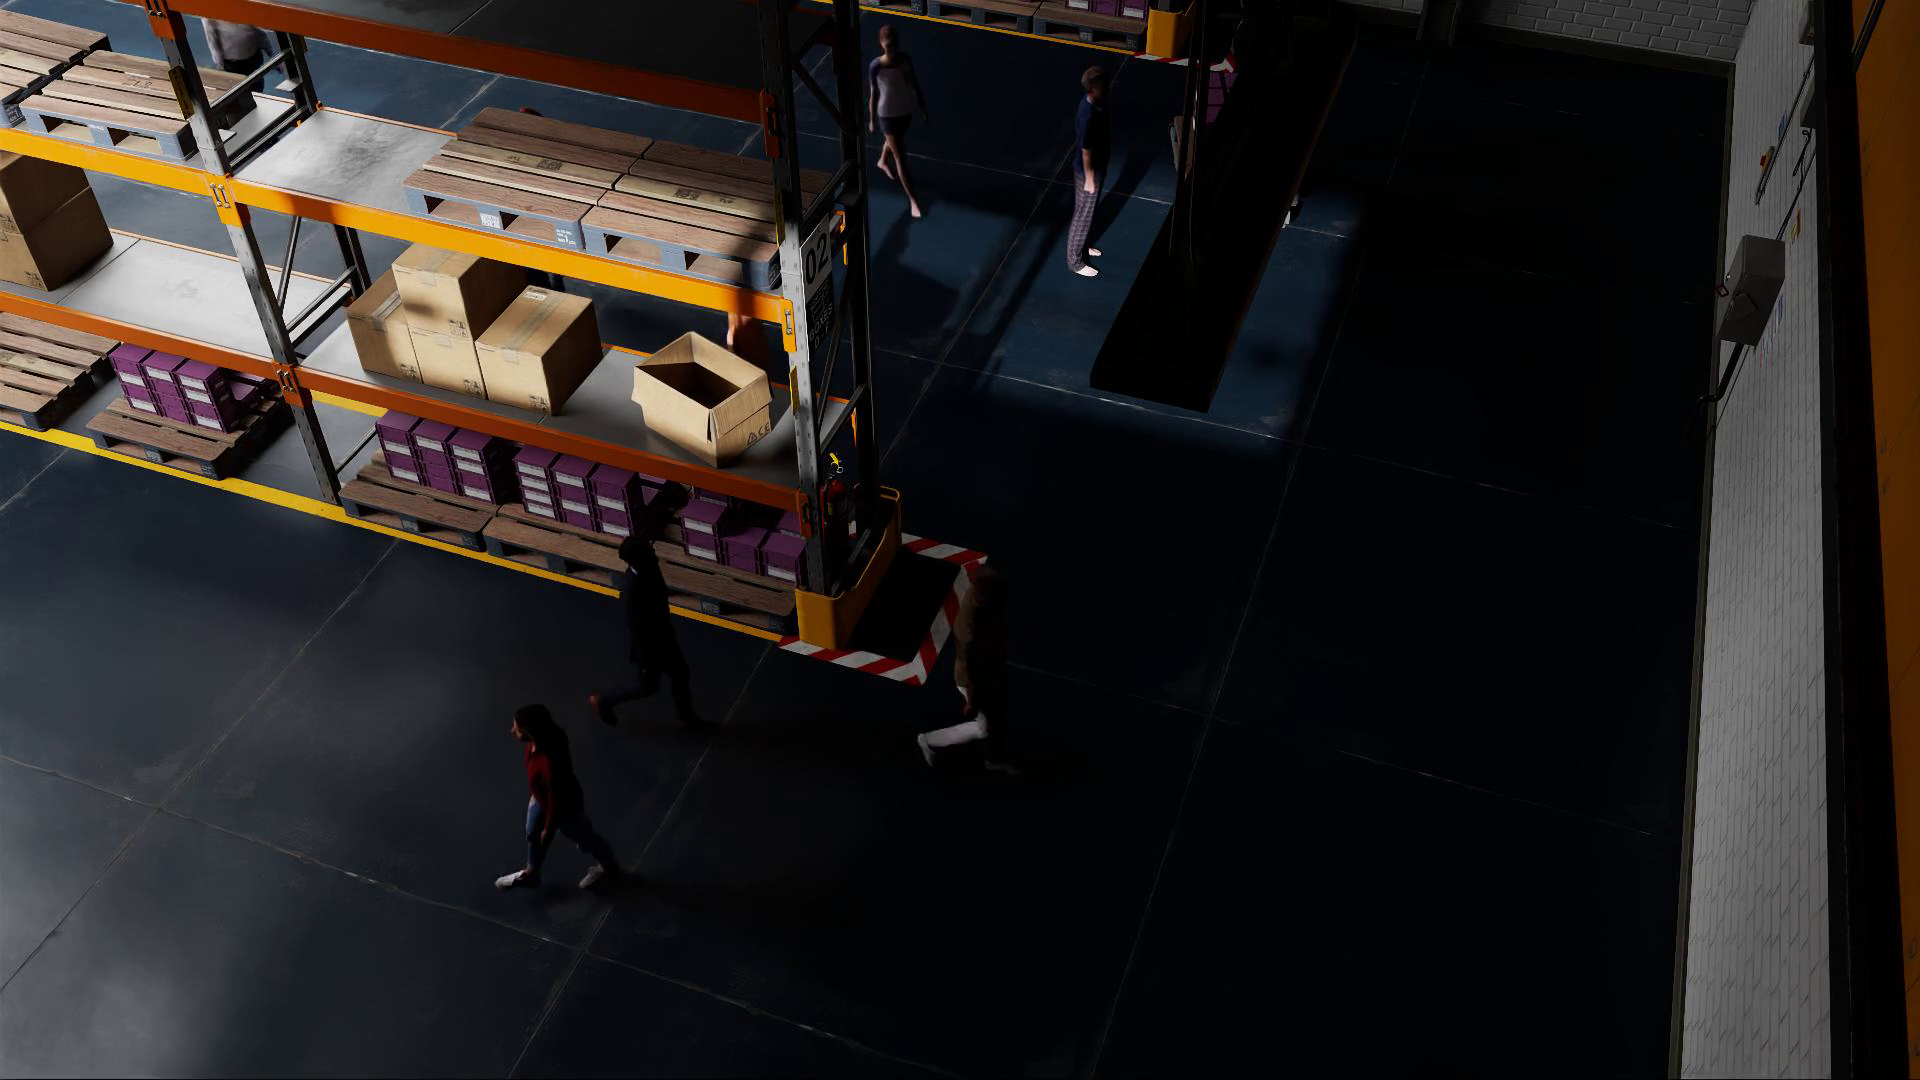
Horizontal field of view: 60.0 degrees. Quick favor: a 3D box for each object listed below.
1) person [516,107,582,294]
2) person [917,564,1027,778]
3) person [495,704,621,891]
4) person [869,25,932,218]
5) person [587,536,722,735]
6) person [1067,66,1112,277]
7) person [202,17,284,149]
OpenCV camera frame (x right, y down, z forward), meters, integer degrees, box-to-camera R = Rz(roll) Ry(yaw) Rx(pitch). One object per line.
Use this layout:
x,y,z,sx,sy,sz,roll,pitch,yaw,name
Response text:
-3.384,-2.753,13.791,0.720,1.770,0.619,18,46,18,person
0.069,0.808,10.027,0.947,1.807,0.787,9,44,9,person
-2.206,1.472,9.477,1.032,1.605,0.962,-18,46,-18,person
-0.619,-3.856,14.993,1.173,1.710,1.247,-21,48,-21,person
-2.001,0.618,10.303,1.146,1.701,0.829,4,44,4,person
1.105,-3.155,14.141,0.583,1.870,0.690,8,44,9,person
-6.757,-4.491,15.608,1.175,1.781,0.910,29,51,27,person
